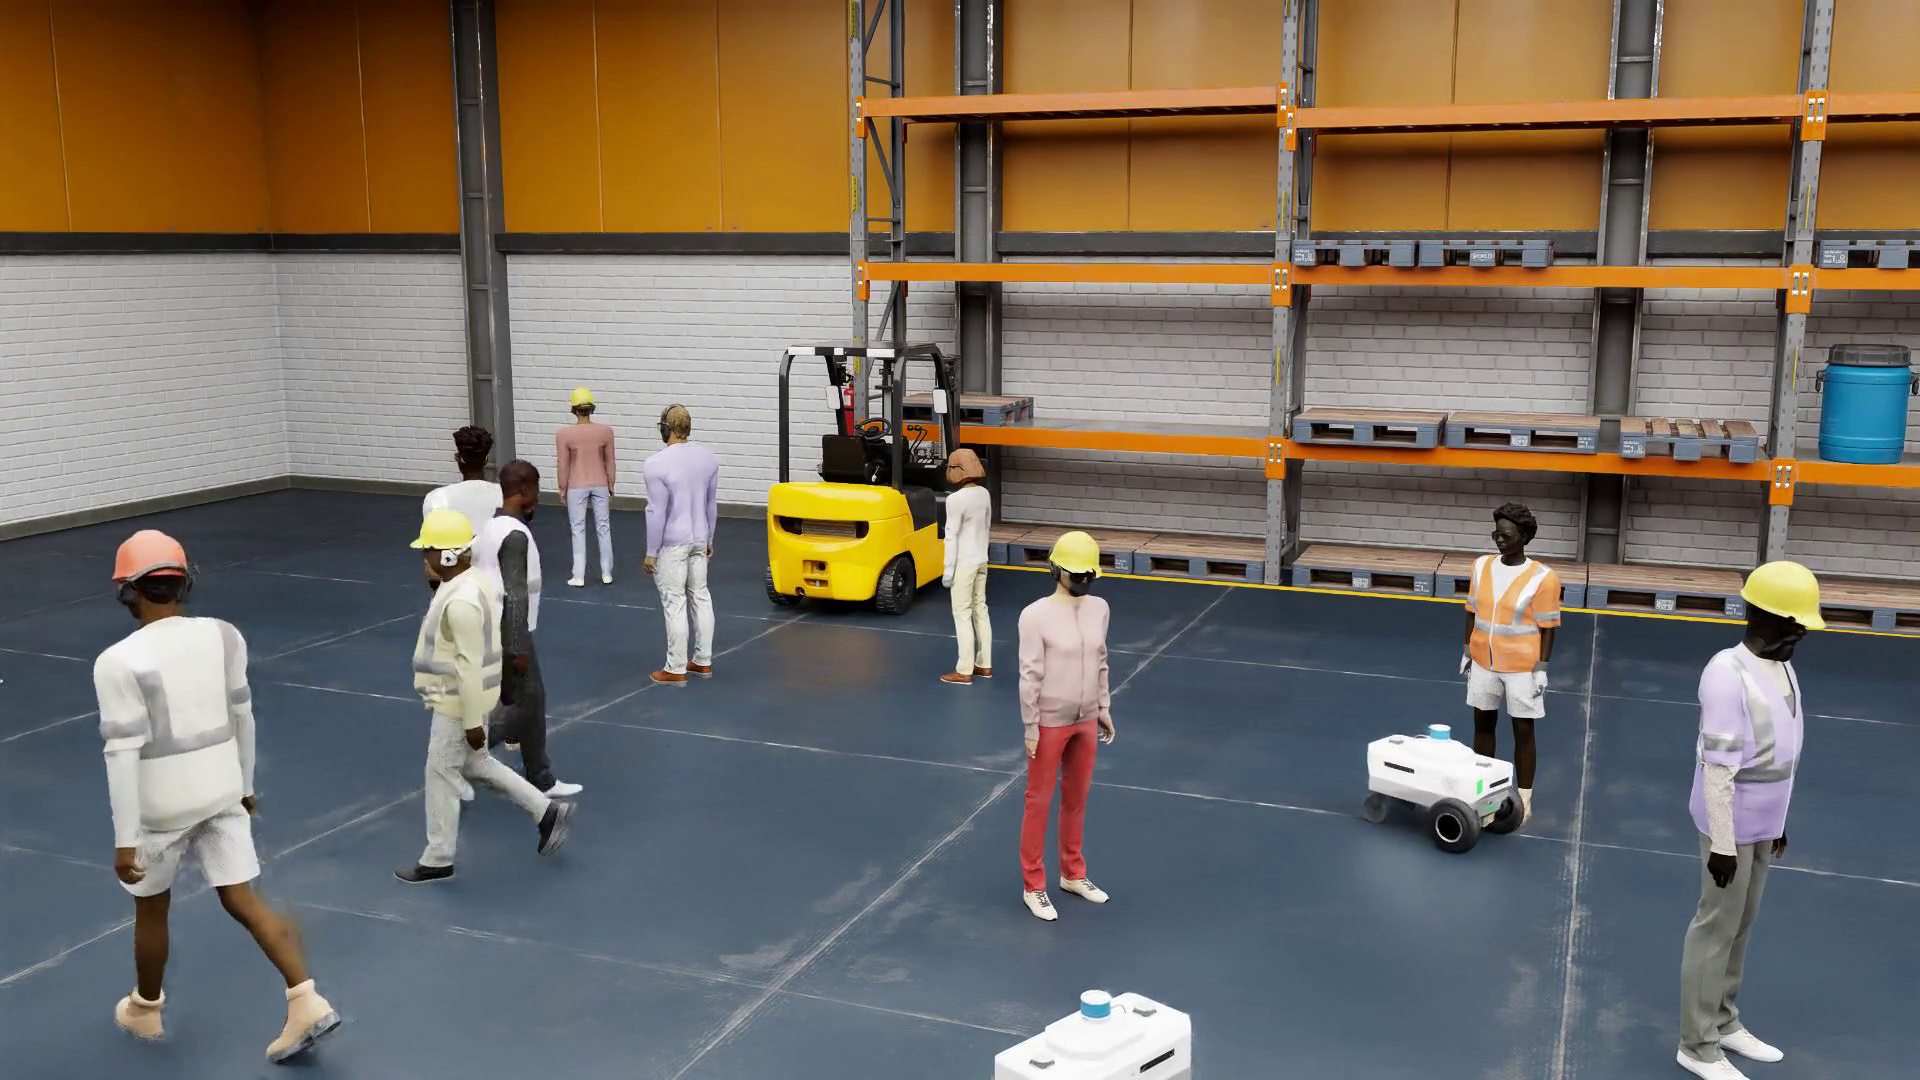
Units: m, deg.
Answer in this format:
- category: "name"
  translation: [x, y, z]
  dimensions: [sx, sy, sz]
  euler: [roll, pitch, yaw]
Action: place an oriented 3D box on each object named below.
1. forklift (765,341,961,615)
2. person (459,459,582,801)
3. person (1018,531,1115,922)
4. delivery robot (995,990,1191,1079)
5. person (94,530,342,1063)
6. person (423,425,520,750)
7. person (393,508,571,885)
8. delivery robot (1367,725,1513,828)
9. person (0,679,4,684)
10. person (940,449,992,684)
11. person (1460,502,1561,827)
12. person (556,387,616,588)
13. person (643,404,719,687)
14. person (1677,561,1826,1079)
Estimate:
- category: "forklift"
  translation: [-0.739, -0.602, 14.246]
  dimensions: [1.214, 2.155, 2.313]
  euler: [4, 11, 21]
- category: "person"
  translation: [-2.457, 0.513, 8.944]
  dimensions: [0.698, 1.878, 0.638]
  euler: [-4, 11, -23]
- category: "person"
  translation: [0.492, 0.824, 7.521]
  dimensions: [0.524, 1.760, 0.326]
  euler: [-8, 13, -38]
- category: "delivery robot"
  translation: [0.448, 1.738, 5.515]
  dimensions: [0.707, 0.478, 0.477]
  euler: [-10, 14, -44]
- category: "person"
  translation: [-2.809, 0.963, 6.139]
  dimensions: [1.027, 1.992, 0.662]
  euler: [6, 12, 28]
- category: "person"
  translation: [-2.849, 0.294, 9.883]
  dimensions: [0.613, 1.965, 0.361]
  euler: [-3, 10, -14]
- category: "person"
  translation: [-2.305, 0.731, 7.893]
  dimensions: [0.758, 1.813, 0.593]
  euler: [-2, 10, -10]
- category: "delivery robot"
  translation: [2.457, 1.193, 8.552]
  dimensions: [0.477, 0.478, 0.707]
  euler: [-9, 13, -40]
- category: "person"
  translation: [-6.951, 0.205, 11.361]
  dimensions: [0.639, 1.615, 0.513]
  euler: [-1, 10, -6]
- category: "person"
  translation: [0.047, 0.180, 11.479]
  dimensions: [0.280, 1.624, 0.493]
  euler: [6, 12, 30]
- category: "person"
  translation: [2.851, 0.644, 8.688]
  dimensions: [0.320, 1.697, 0.532]
  euler: [-9, 13, -40]
- category: "person"
  translation: [-3.290, -0.462, 14.653]
  dimensions: [0.525, 1.772, 0.308]
  euler: [-5, 11, -28]
- category: "person"
  translation: [-1.922, 0.033, 11.420]
  dimensions: [0.364, 1.939, 0.636]
  euler: [7, 13, 35]
- category: "person"
  translation: [2.856, 1.014, 6.015]
  dimensions: [0.380, 1.917, 0.586]
  euler: [9, 14, 42]
